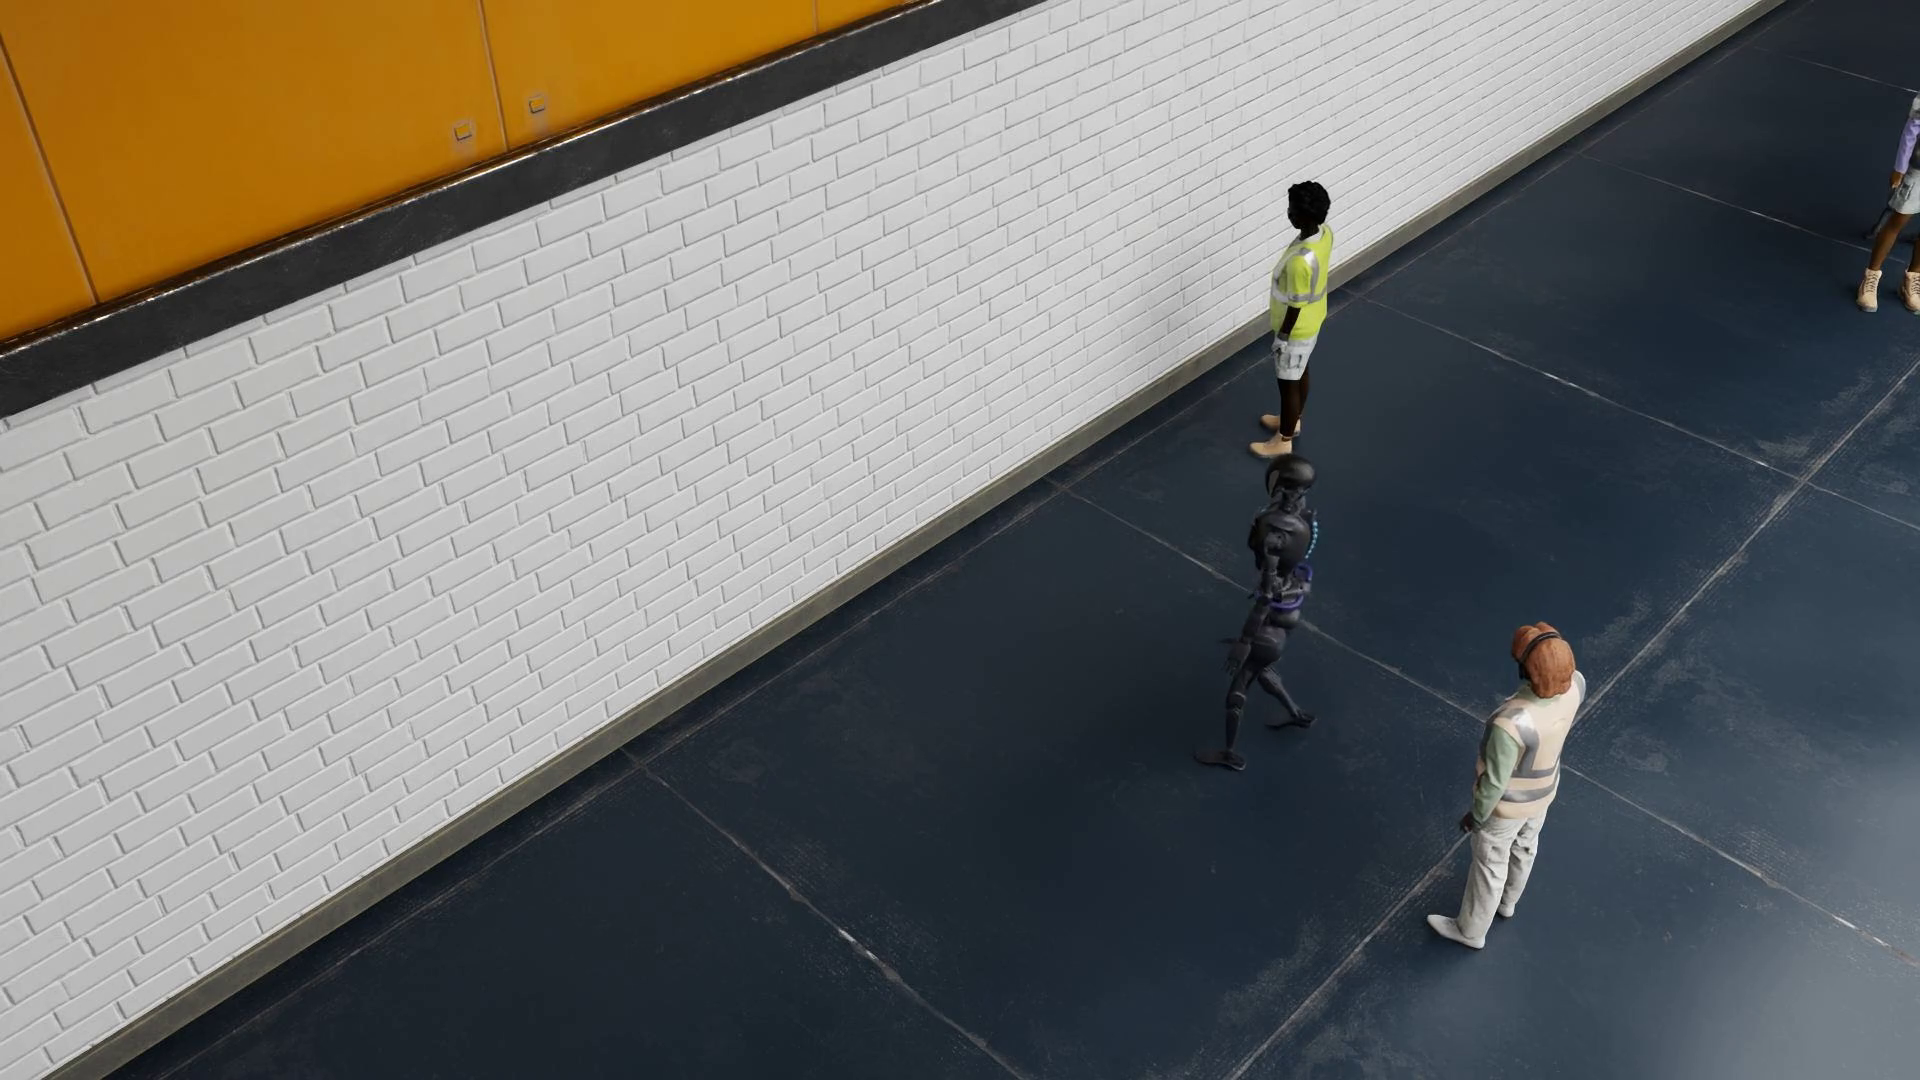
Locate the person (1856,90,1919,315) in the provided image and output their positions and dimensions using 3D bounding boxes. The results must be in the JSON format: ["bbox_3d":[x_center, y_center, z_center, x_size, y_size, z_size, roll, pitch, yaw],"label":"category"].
[{"bbox_3d":[6.201,-2.371,10.466,0.606,2.044,0.370,4,39,5],"label":"person"}]

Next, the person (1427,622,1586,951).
[{"bbox_3d":[2.180,0.995,6.579,0.513,1.637,0.312,-27,46,-30],"label":"person"}]

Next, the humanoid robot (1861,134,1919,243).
[{"bbox_3d":[6.656,-2.737,11.227,0.556,1.637,0.594,10,40,13],"label":"humanoid robot"}]

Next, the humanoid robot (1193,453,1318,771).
[{"bbox_3d":[1.401,0.315,7.409,0.504,1.634,0.600,15,41,18],"label":"humanoid robot"}]

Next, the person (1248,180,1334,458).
[{"bbox_3d":[1.873,-1.222,9.306,0.319,1.693,0.531,15,41,18],"label":"person"}]
